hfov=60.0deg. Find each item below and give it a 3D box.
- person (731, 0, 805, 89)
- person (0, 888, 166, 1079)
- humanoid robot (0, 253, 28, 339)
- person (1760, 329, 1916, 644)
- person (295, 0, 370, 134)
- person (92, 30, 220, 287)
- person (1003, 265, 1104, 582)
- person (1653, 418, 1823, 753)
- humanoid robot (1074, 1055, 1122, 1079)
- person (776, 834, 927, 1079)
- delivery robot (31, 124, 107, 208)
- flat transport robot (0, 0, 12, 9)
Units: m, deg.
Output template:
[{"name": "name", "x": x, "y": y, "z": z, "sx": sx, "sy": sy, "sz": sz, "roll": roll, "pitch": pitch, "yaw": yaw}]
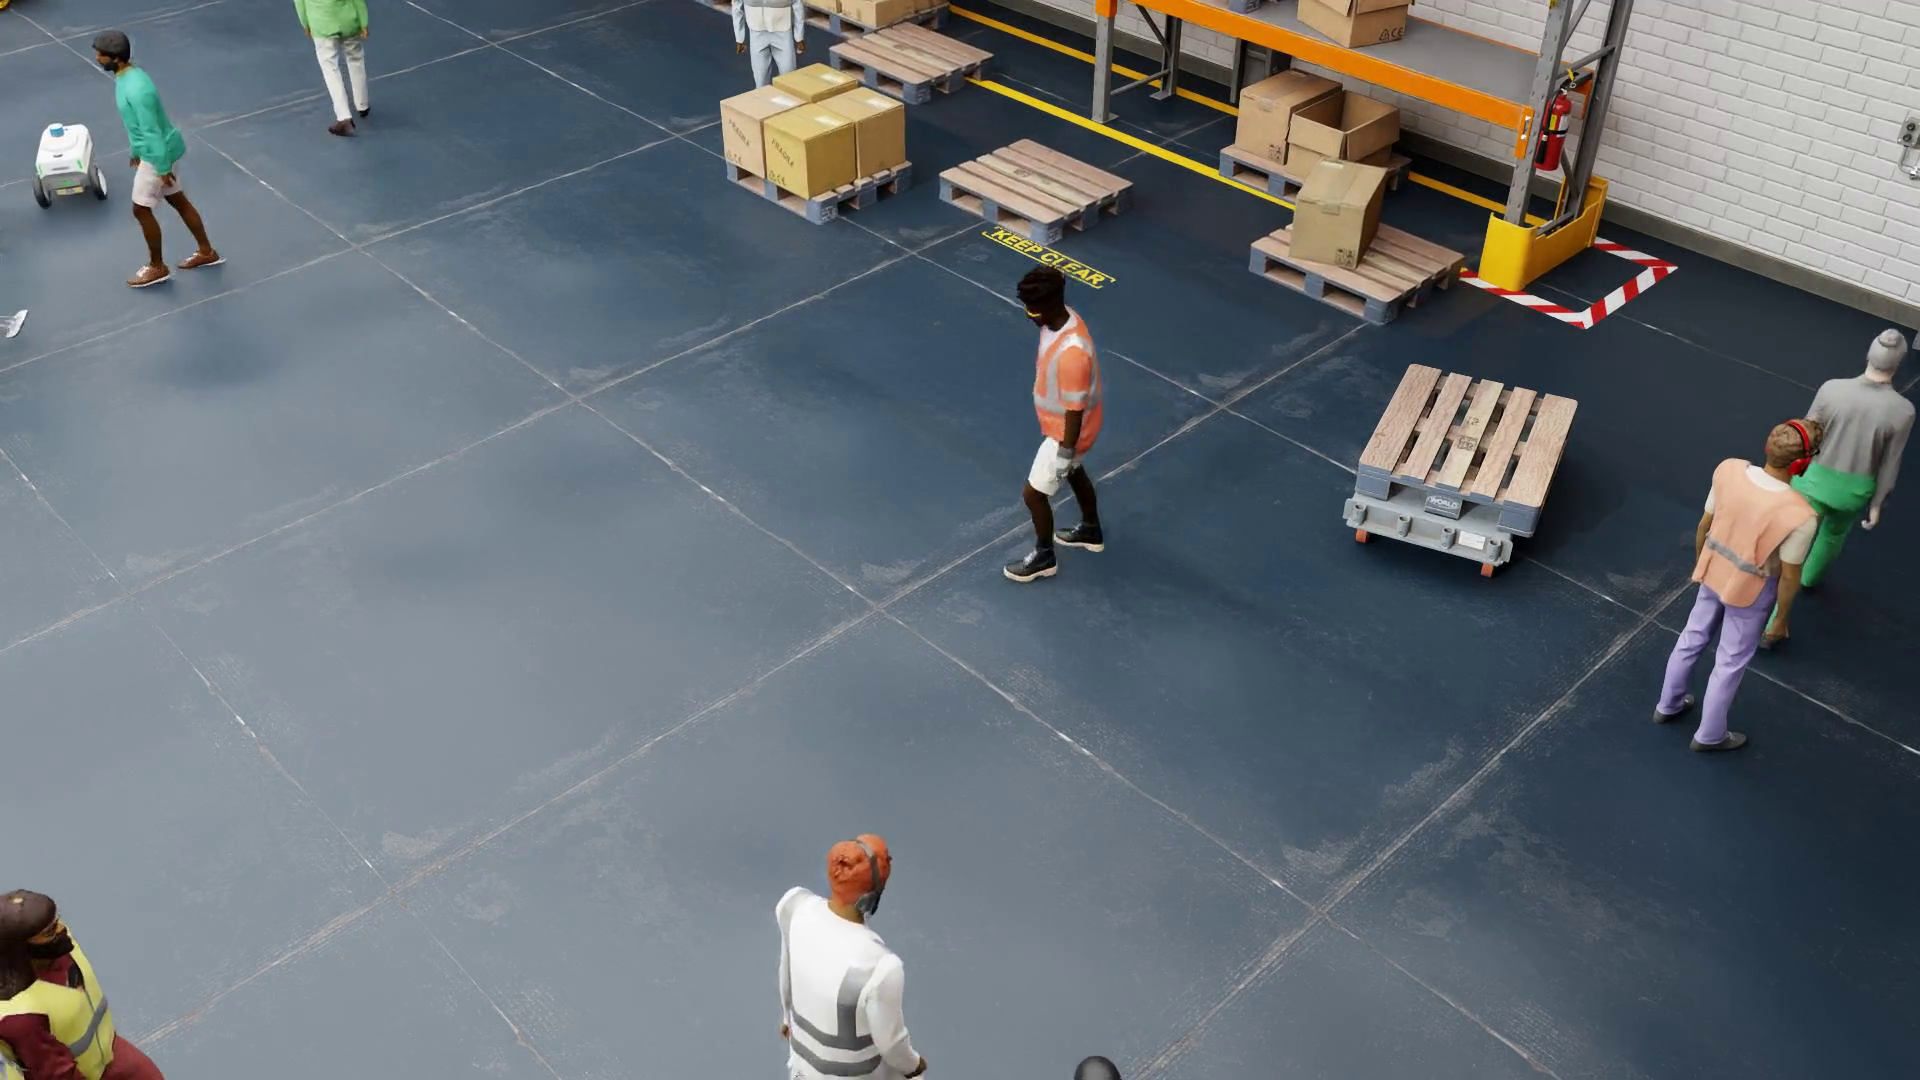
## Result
[{"name": "person", "x": -1.573, "y": -4.195, "z": 13.733, "sx": 0.596, "sy": 1.907, "sz": 0.410, "roll": 2, "pitch": 37, "yaw": 3}, {"name": "person", "x": -3.126, "y": 1.863, "z": 5.866, "sx": 0.965, "sy": 1.725, "sz": 0.469, "roll": -1, "pitch": 37, "yaw": -2}, {"name": "humanoid robot", "x": -6.569, "y": -1.839, "z": 10.770, "sx": 0.538, "sy": 1.715, "sz": 1.027, "roll": -3, "pitch": 37, "yaw": -3}, {"name": "person", "x": 4.568, "y": -0.300, "z": 8.668, "sx": 0.516, "sy": 1.800, "sz": 0.948, "roll": 18, "pitch": 41, "yaw": 23}, {"name": "person", "x": -5.281, "y": -4.360, "z": 14.085, "sx": 0.560, "sy": 1.751, "sz": 0.657, "roll": -15, "pitch": 39, "yaw": -18}, {"name": "person", "x": -5.861, "y": -2.698, "z": 11.817, "sx": 0.782, "sy": 1.821, "sz": 0.523, "roll": -17, "pitch": 40, "yaw": -21}, {"name": "person", "x": 0.518, "y": -0.623, "z": 8.989, "sx": 0.735, "sy": 1.919, "sz": 0.698, "roll": -3, "pitch": 37, "yaw": -4}, {"name": "person", "x": 3.698, "y": 0.229, "z": 7.921, "sx": 0.389, "sy": 1.847, "sz": 0.563, "roll": -16, "pitch": 40, "yaw": -20}, {"name": "humanoid robot", "x": 0.461, "y": 2.181, "z": 5.512, "sx": 0.616, "sy": 1.621, "sz": 0.688, "roll": -11, "pitch": 38, "yaw": -14}, {"name": "person", "x": -0.388, "y": 1.764, "z": 5.896, "sx": 0.588, "sy": 1.839, "sz": 0.778, "roll": 28, "pitch": 45, "yaw": 32}, {"name": "delivery robot", "x": -7.141, "y": -3.013, "z": 13.300, "sx": 0.499, "sy": 0.613, "sz": 0.816, "roll": -12, "pitch": 39, "yaw": -15}, {"name": "flat transport robot", "x": -10.074, "y": -5.780, "z": 17.185, "sx": 0.659, "sy": 0.231, "sz": 1.431, "roll": -6, "pitch": 38, "yaw": -8}]
